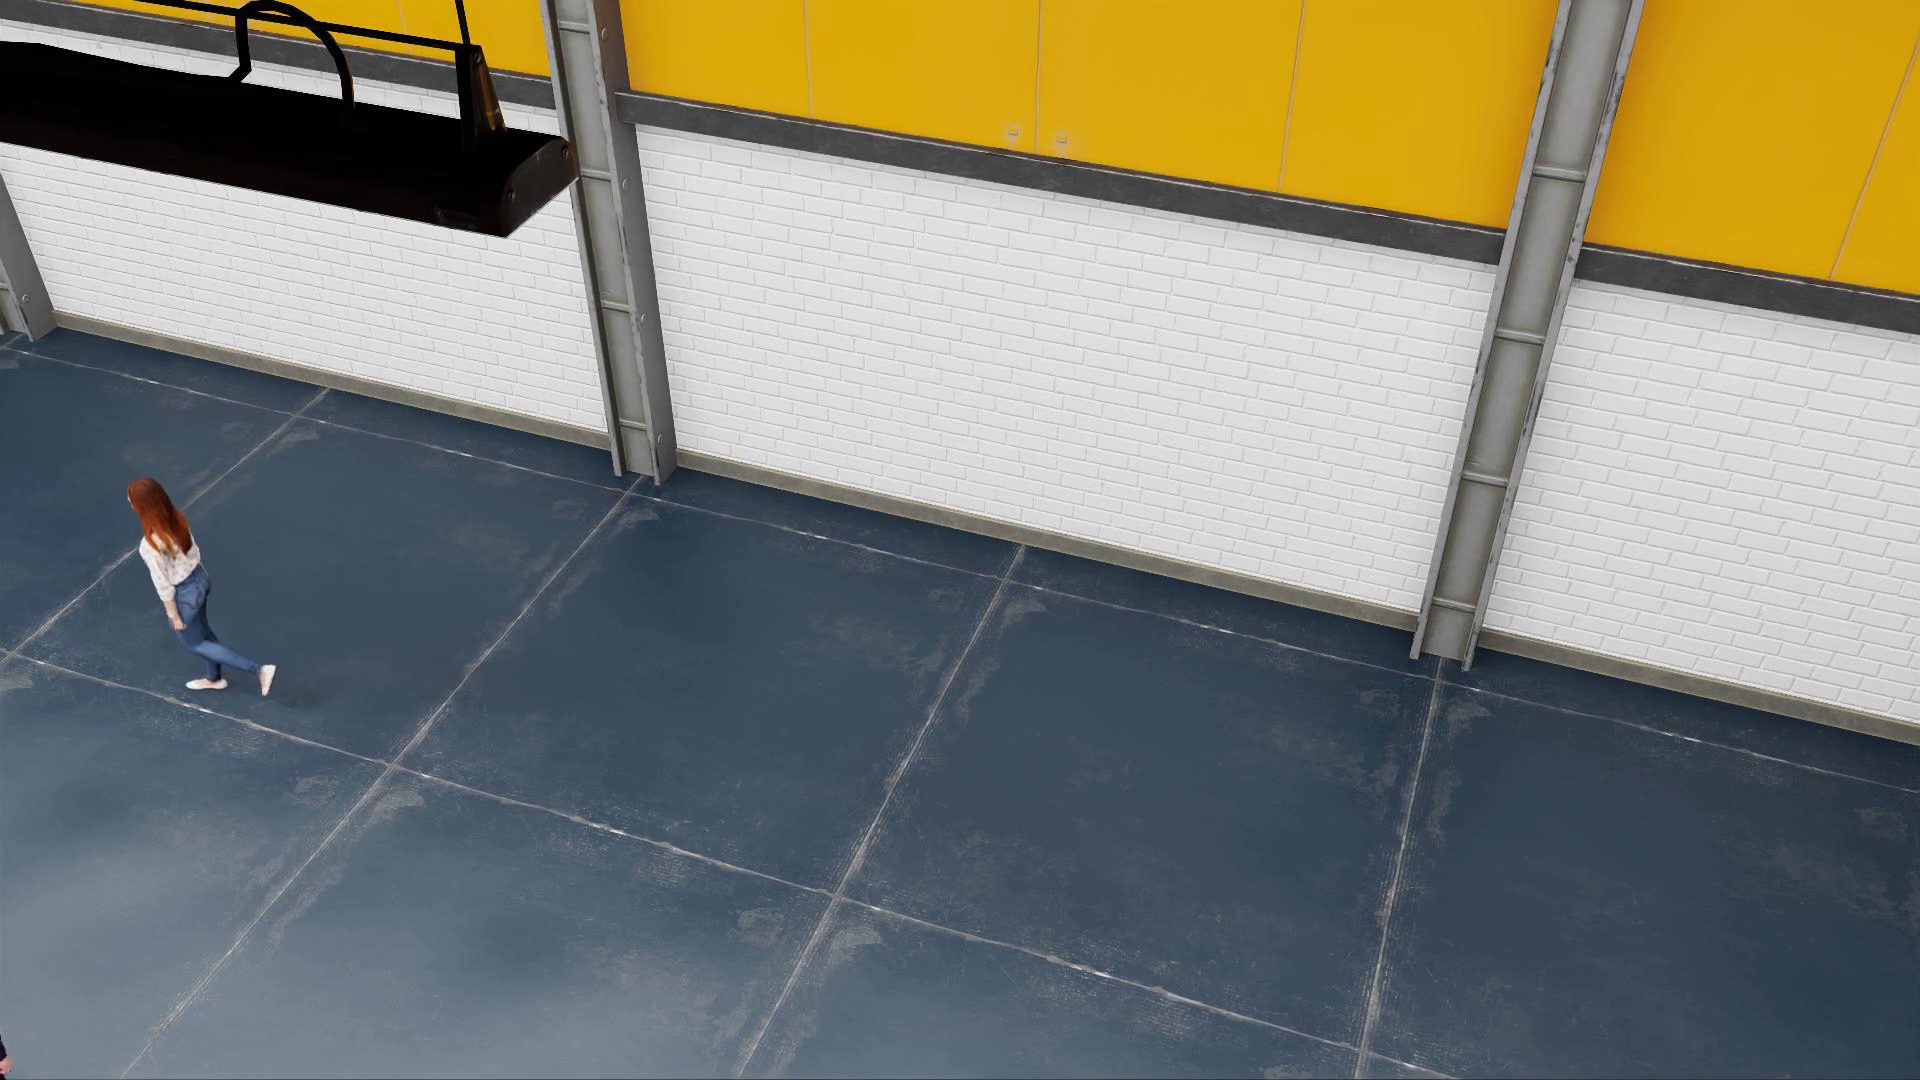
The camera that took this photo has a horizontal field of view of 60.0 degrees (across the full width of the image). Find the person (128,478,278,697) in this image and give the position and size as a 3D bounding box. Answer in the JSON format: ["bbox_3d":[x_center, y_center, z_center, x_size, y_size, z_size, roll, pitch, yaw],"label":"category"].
[{"bbox_3d":[-4.694,0.328,10.286,0.999,1.714,0.736,3,39,4],"label":"person"}]
